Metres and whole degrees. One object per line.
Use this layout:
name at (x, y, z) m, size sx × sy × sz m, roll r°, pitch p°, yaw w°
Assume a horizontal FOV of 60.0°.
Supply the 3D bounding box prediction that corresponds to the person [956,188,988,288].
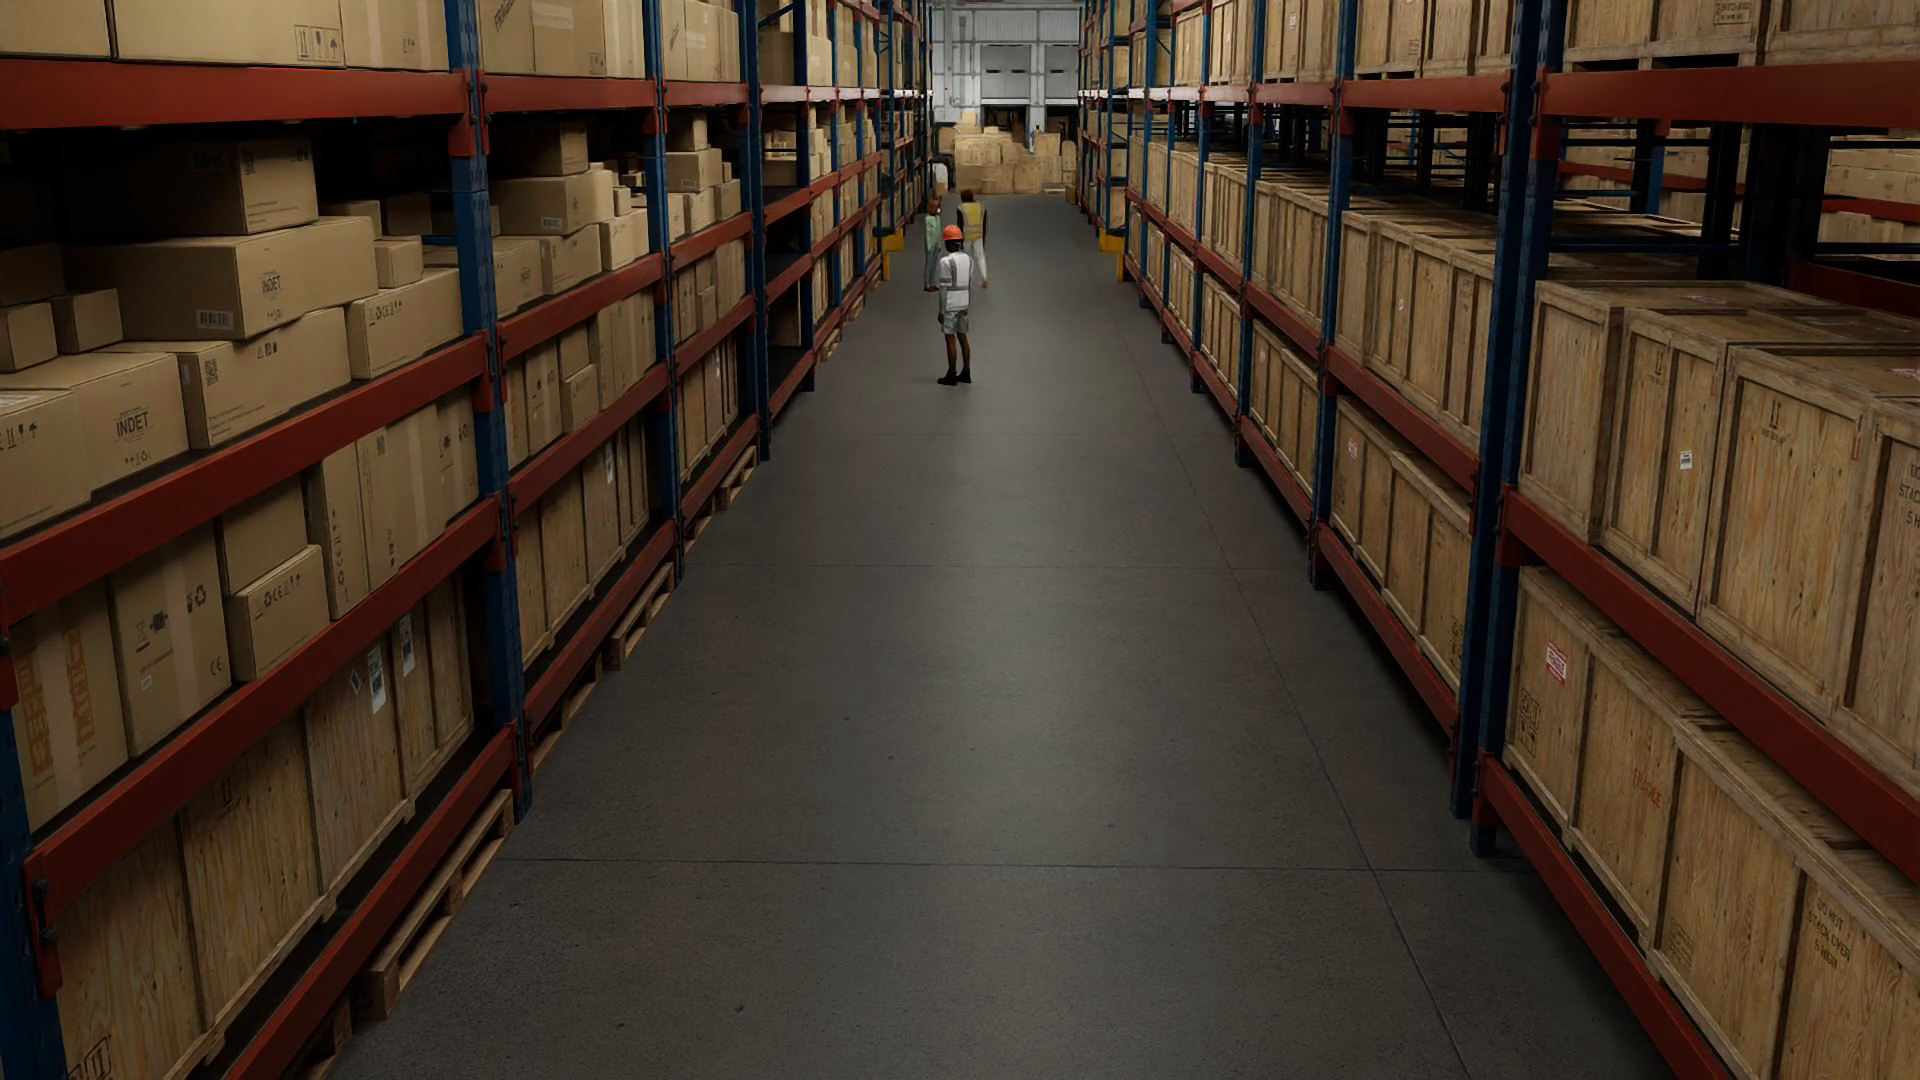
person at (0.233, -5.496, 30.316) m, size 0.627 × 1.799 × 0.922 m, roll -7°, pitch 16°, yaw -24°

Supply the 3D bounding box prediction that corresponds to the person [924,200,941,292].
person at (-0.480, -5.246, 29.697) m, size 0.287 × 1.624 × 0.492 m, roll 7°, pitch 17°, yaw 26°

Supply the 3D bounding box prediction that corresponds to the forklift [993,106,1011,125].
forklift at (2.103, -20.252, 83.144) m, size 1.129 × 2.768 × 1.873 m, roll 0°, pitch 15°, yaw 1°

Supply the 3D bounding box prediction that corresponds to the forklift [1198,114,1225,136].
forklift at (8.038, -12.378, 53.846) m, size 1.129 × 2.768 × 1.873 m, roll 0°, pitch 15°, yaw 2°

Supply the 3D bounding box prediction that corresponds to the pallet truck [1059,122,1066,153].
pallet truck at (5.788, -21.111, 88.014) m, size 1.885 × 1.965 × 0.823 m, roll 5°, pitch 16°, yaw 18°

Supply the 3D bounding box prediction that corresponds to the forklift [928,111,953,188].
forklift at (-1.189, -14.572, 62.010) m, size 1.873 × 2.768 × 1.129 m, roll 0°, pitch 15°, yaw 2°

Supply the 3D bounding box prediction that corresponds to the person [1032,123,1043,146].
person at (4.076, -20.949, 87.549) m, size 0.594 × 1.922 × 0.376 m, roll 5°, pitch 16°, yaw 19°

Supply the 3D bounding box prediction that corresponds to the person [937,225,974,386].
person at (-0.080, -2.841, 20.182) m, size 0.383 × 1.929 × 0.539 m, roll 12°, pitch 19°, yaw 37°
